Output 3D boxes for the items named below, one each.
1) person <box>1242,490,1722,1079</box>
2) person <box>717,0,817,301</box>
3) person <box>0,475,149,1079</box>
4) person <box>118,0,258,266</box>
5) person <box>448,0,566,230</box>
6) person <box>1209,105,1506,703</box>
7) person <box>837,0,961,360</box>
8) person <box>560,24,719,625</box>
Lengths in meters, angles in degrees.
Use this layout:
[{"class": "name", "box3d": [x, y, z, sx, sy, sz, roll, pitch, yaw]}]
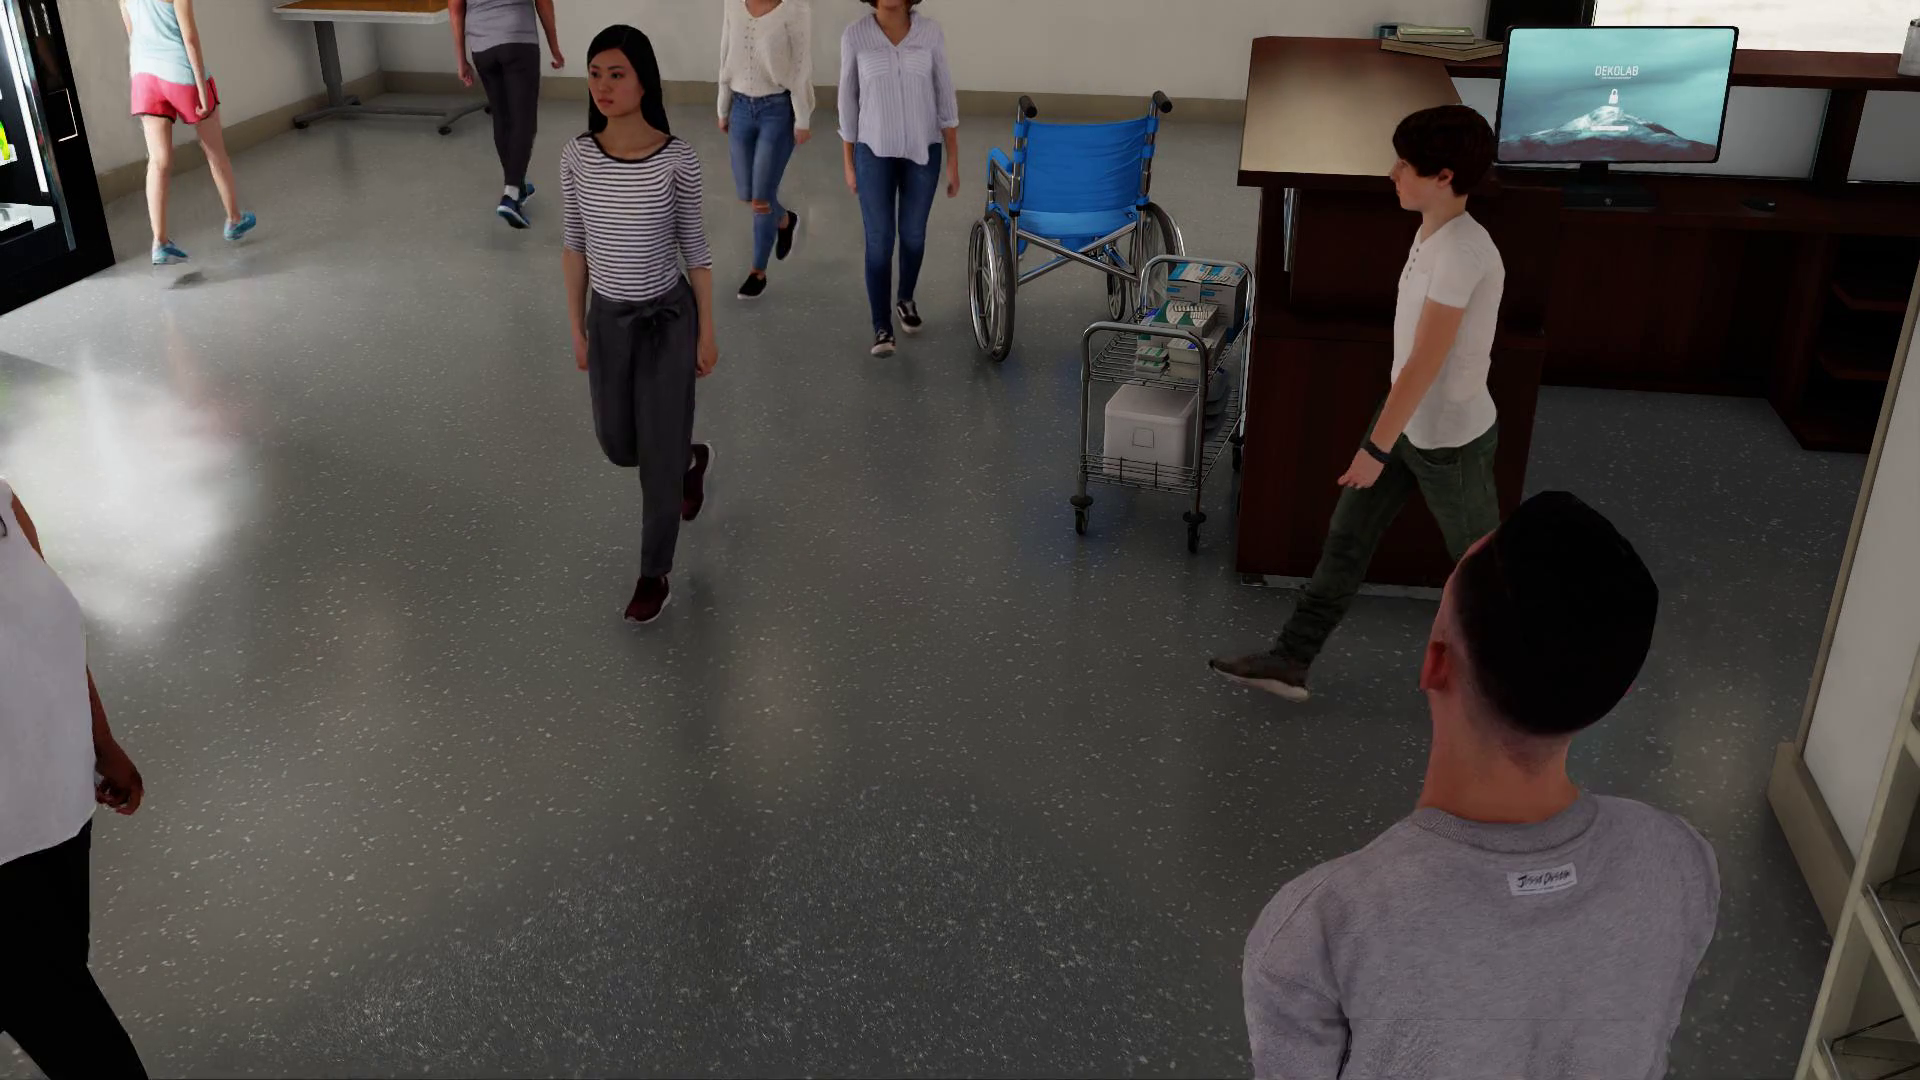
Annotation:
[{"class": "person", "box3d": [0.521, 0.862, 1.718, 1.000, 1.798, 1.208, -8, 27, -16]}, {"class": "person", "box3d": [-0.866, -1.961, 7.726, 0.748, 1.664, 0.896, 12, 28, 23]}, {"class": "person", "box3d": [-1.651, 0.441, 2.744, 0.702, 1.664, 0.915, 5, 26, 10]}, {"class": "person", "box3d": [-3.888, -2.172, 8.100, 0.679, 1.720, 1.236, 2, 26, 3]}, {"class": "person", "box3d": [-2.415, -2.533, 8.770, 0.771, 1.789, 1.227, 2, 26, 5]}, {"class": "person", "box3d": [1.290, -0.248, 4.243, 0.856, 1.604, 1.153, -3, 26, -6]}, {"class": "person", "box3d": [-0.263, -1.663, 7.096, 0.860, 1.676, 1.157, -3, 26, -7]}, {"class": "person", "box3d": [-0.898, -0.637, 4.922, 0.606, 1.716, 0.958, 5, 26, 10]}]
